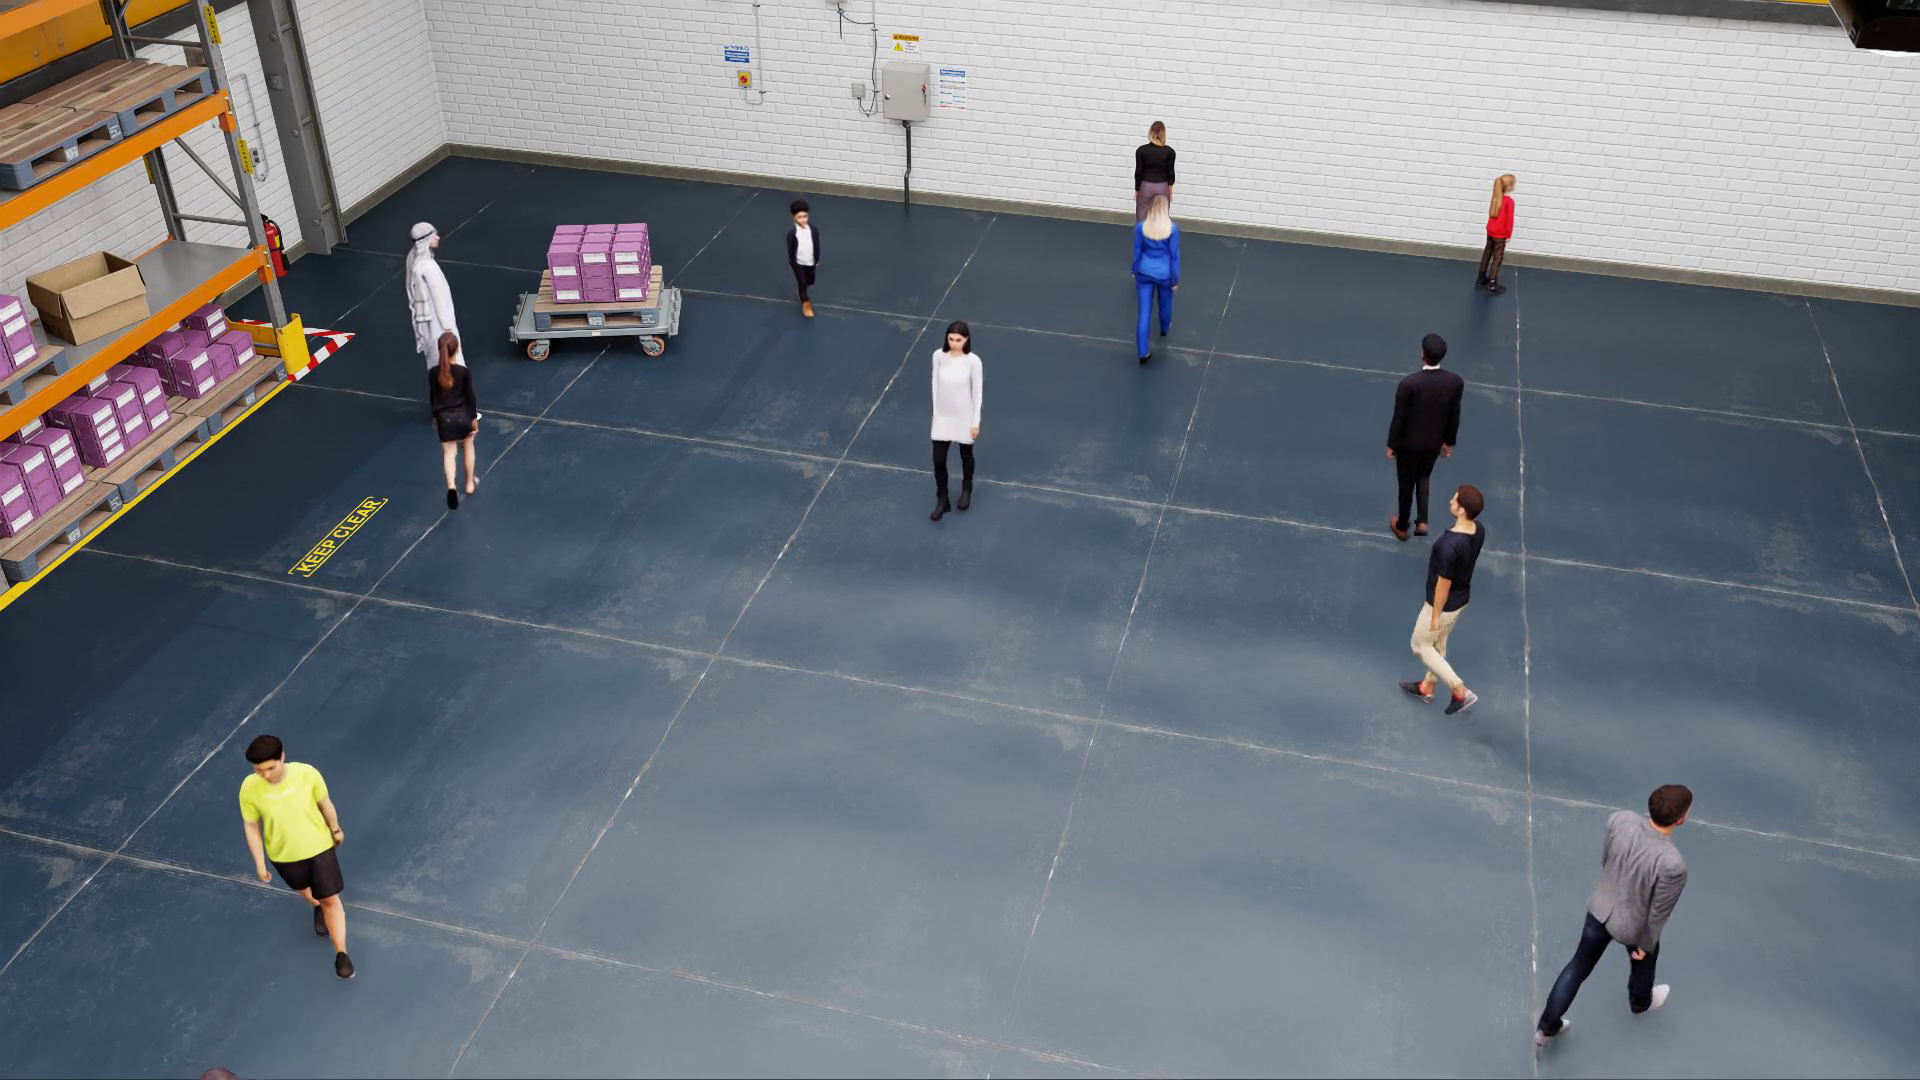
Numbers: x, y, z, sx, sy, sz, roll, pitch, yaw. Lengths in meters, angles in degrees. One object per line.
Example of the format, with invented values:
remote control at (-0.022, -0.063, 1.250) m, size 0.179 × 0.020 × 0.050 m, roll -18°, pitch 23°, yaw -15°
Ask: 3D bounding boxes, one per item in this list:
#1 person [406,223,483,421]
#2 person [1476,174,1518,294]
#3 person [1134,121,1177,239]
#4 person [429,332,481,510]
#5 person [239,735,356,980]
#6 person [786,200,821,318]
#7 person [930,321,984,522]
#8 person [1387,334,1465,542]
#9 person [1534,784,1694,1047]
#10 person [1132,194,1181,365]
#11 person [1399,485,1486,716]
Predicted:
person at (-4.776, -1.979, 15.197) m, size 0.847 × 1.926 × 0.808 m, roll -23°, pitch 40°, yaw -30°
person at (5.745, -3.287, 17.748) m, size 0.636 × 1.281 × 0.558 m, roll -12°, pitch 35°, yaw -17°
person at (2.102, -3.741, 18.078) m, size 0.629 × 1.671 × 0.578 m, roll 3°, pitch 34°, yaw 4°
person at (-4.277, -0.992, 14.064) m, size 0.787 × 1.537 × 0.990 m, roll -7°, pitch 34°, yaw -10°
person at (-3.914, 1.741, 9.832) m, size 0.984 × 1.670 × 1.143 m, roll -11°, pitch 35°, yaw -16°
person at (-1.641, -2.959, 17.316) m, size 0.755 × 1.213 × 0.846 m, roll -13°, pitch 36°, yaw -19°
person at (0.017, -1.061, 13.941) m, size 0.659 × 1.788 × 0.802 m, roll 11°, pitch 35°, yaw 17°
person at (3.743, -0.759, 13.408) m, size 0.859 × 1.876 × 0.905 m, roll -3°, pitch 34°, yaw -5°
person at (3.588, 2.102, 9.148) m, size 1.273 × 1.827 × 1.162 m, roll -21°, pitch 39°, yaw -28°
person at (1.883, -2.508, 16.230) m, size 0.664 × 1.664 × 1.056 m, roll 10°, pitch 35°, yaw 14°
person at (3.466, 0.457, 11.609) m, size 0.932 × 1.841 × 0.931 m, roll 28°, pitch 43°, yaw 35°
